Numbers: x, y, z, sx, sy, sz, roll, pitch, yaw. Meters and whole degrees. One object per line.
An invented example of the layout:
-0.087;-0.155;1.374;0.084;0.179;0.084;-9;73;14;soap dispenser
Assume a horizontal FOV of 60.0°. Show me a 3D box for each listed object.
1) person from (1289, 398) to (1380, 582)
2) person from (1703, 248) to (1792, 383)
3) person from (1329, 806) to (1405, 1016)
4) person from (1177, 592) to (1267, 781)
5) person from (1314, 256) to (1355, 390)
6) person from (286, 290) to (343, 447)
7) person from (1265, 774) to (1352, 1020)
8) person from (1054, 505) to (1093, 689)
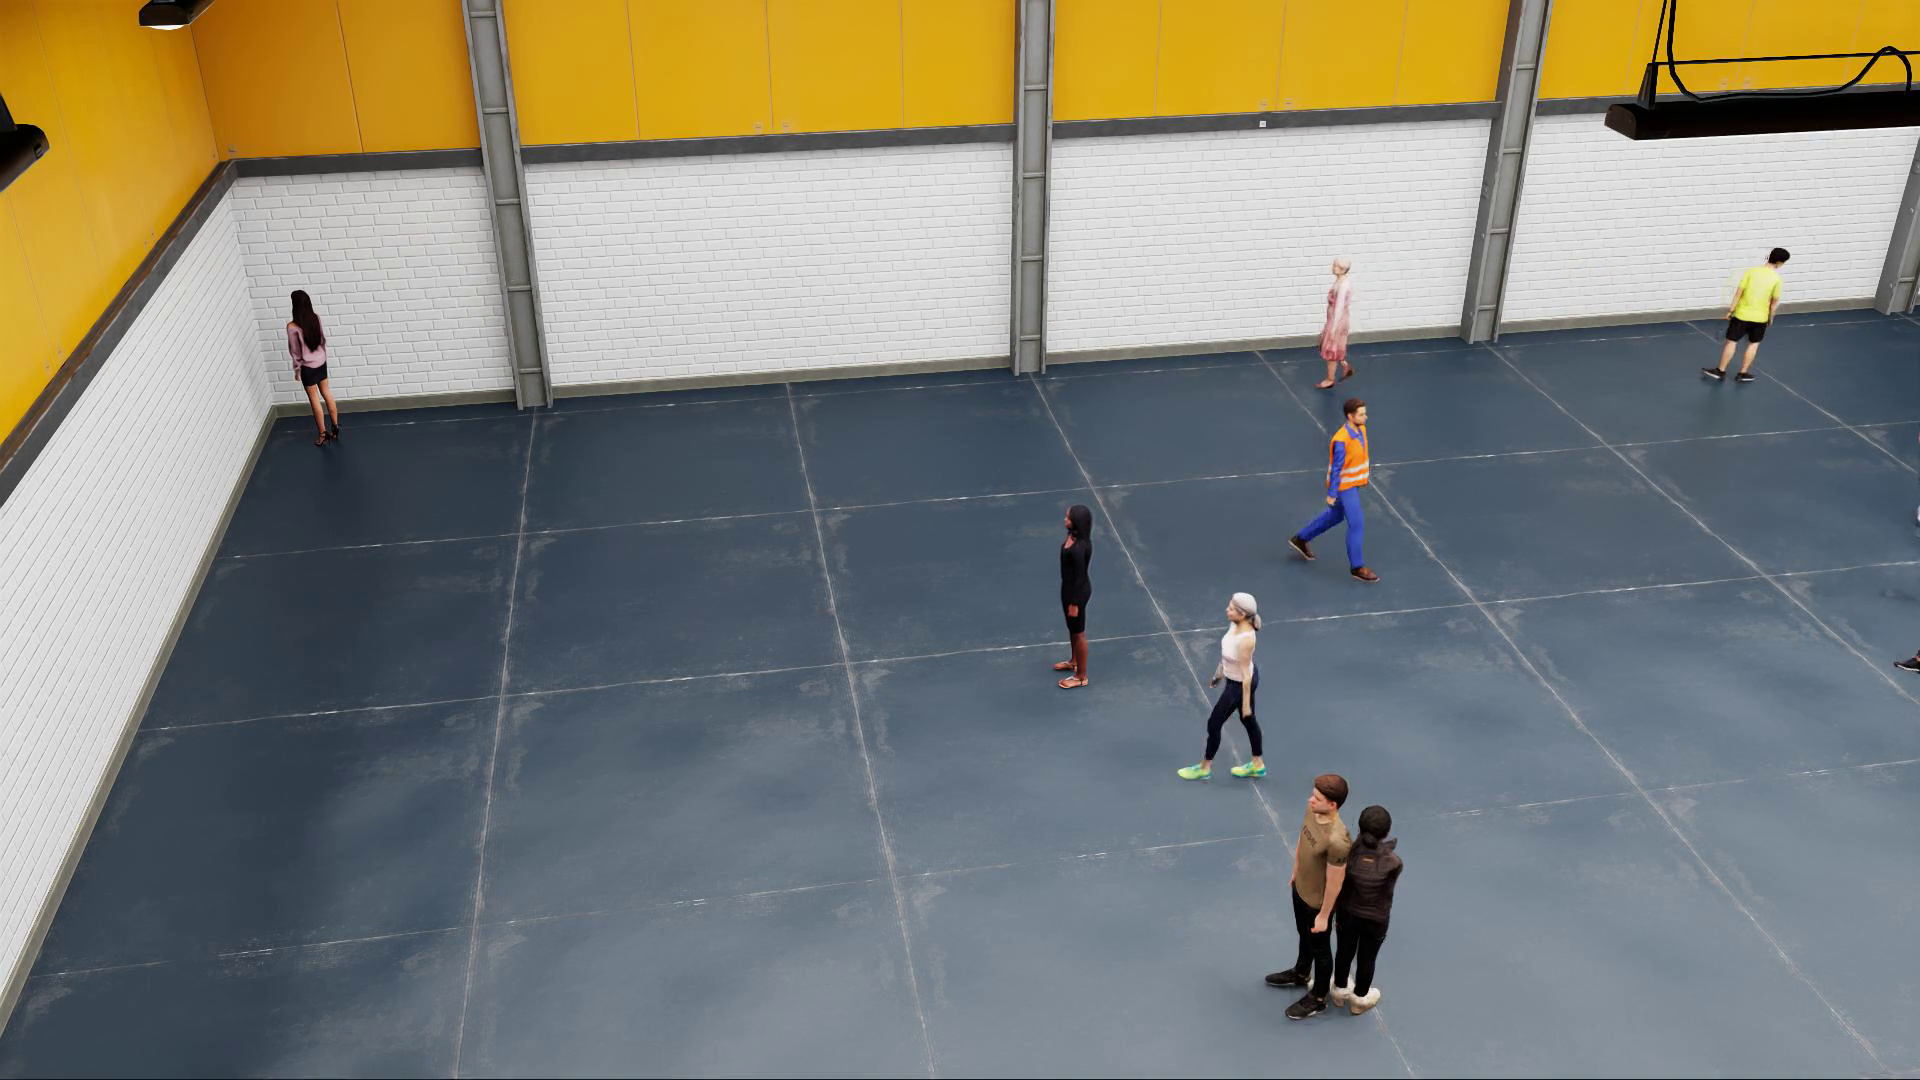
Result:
3.607;-0.516;15.893;1.270;1.828;1.194;17;33;29;person
9.516;-2.717;20.088;0.803;1.674;0.935;8;30;14;person
2.586;2.410;10.703;0.715;1.662;0.769;-13;31;-22;person
2.276;1.165;12.970;1.004;1.674;0.764;4;29;7;person
4.565;-2.579;19.827;0.814;1.681;0.750;5;29;10;person
-7.179;-1.914;18.471;0.728;1.812;0.694;14;32;25;person
2.312;2.273;10.755;0.554;1.851;0.657;-6;29;-10;person
0.977;0.463;14.210;0.519;1.721;0.632;-2;29;-4;person
